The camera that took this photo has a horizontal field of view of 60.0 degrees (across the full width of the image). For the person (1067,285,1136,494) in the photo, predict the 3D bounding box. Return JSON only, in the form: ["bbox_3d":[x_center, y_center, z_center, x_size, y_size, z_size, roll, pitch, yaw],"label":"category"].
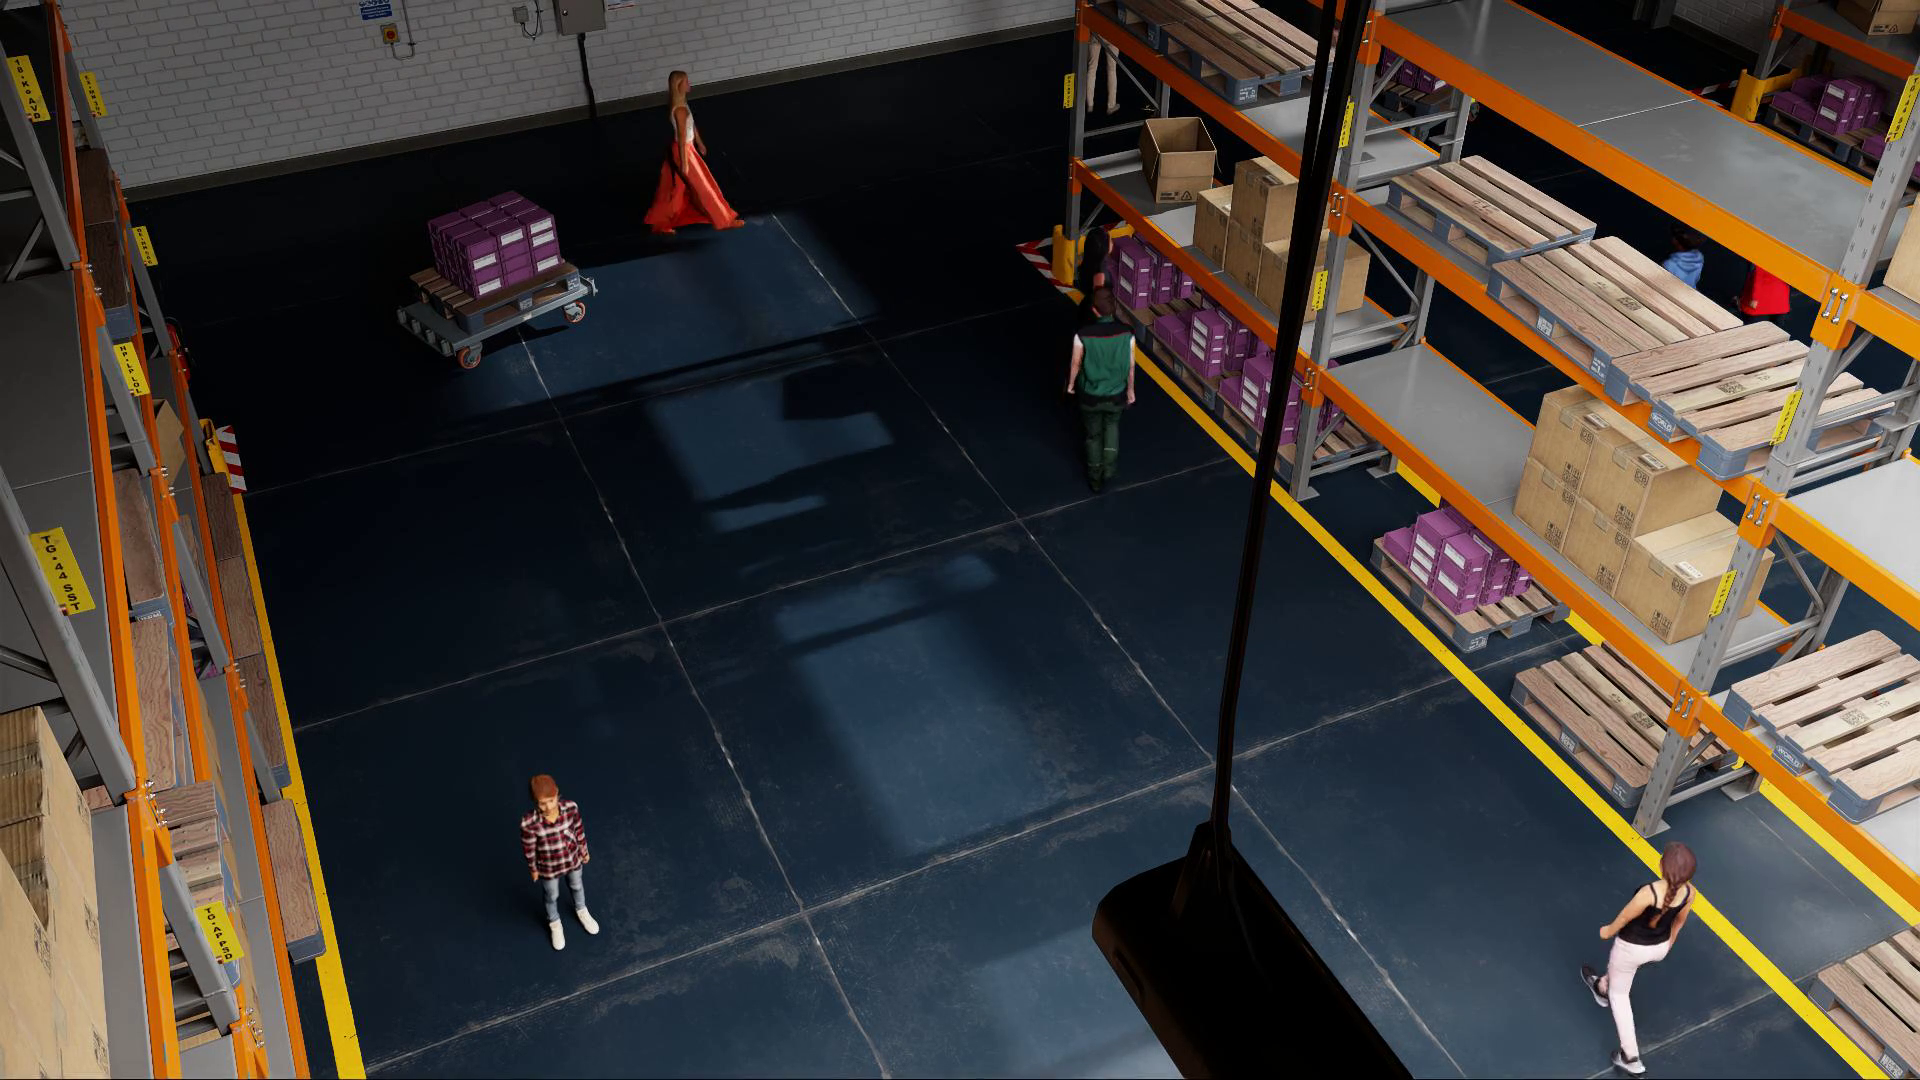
[{"bbox_3d":[1.141,-1.144,13.258,0.773,1.818,0.764,-3,39,-4],"label":"person"}]

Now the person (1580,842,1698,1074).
[{"bbox_3d":[3.780,2.286,9.184,0.640,1.543,1.038,-9,39,-11],"label":"person"}]

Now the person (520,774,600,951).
[{"bbox_3d":[-2.397,1.876,9.887,0.544,1.305,0.541,-20,43,-24],"label":"person"}]

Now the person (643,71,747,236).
[{"bbox_3d":[-2.858,-3.817,16.663,0.938,1.746,1.271,-7,39,-8],"label":"person"}]

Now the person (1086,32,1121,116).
[{"bbox_3d":[1.646,-5.811,19.079,0.725,1.847,0.769,10,40,13],"label":"person"}]

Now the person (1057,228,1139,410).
[{"bbox_3d":[1.085,-1.870,14.244,0.845,1.723,0.949,-4,39,-5],"label":"person"}]

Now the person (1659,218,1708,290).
[{"bbox_3d":[6.089,-1.910,14.235,0.713,1.796,0.846,-19,43,-23],"label":"person"}]
